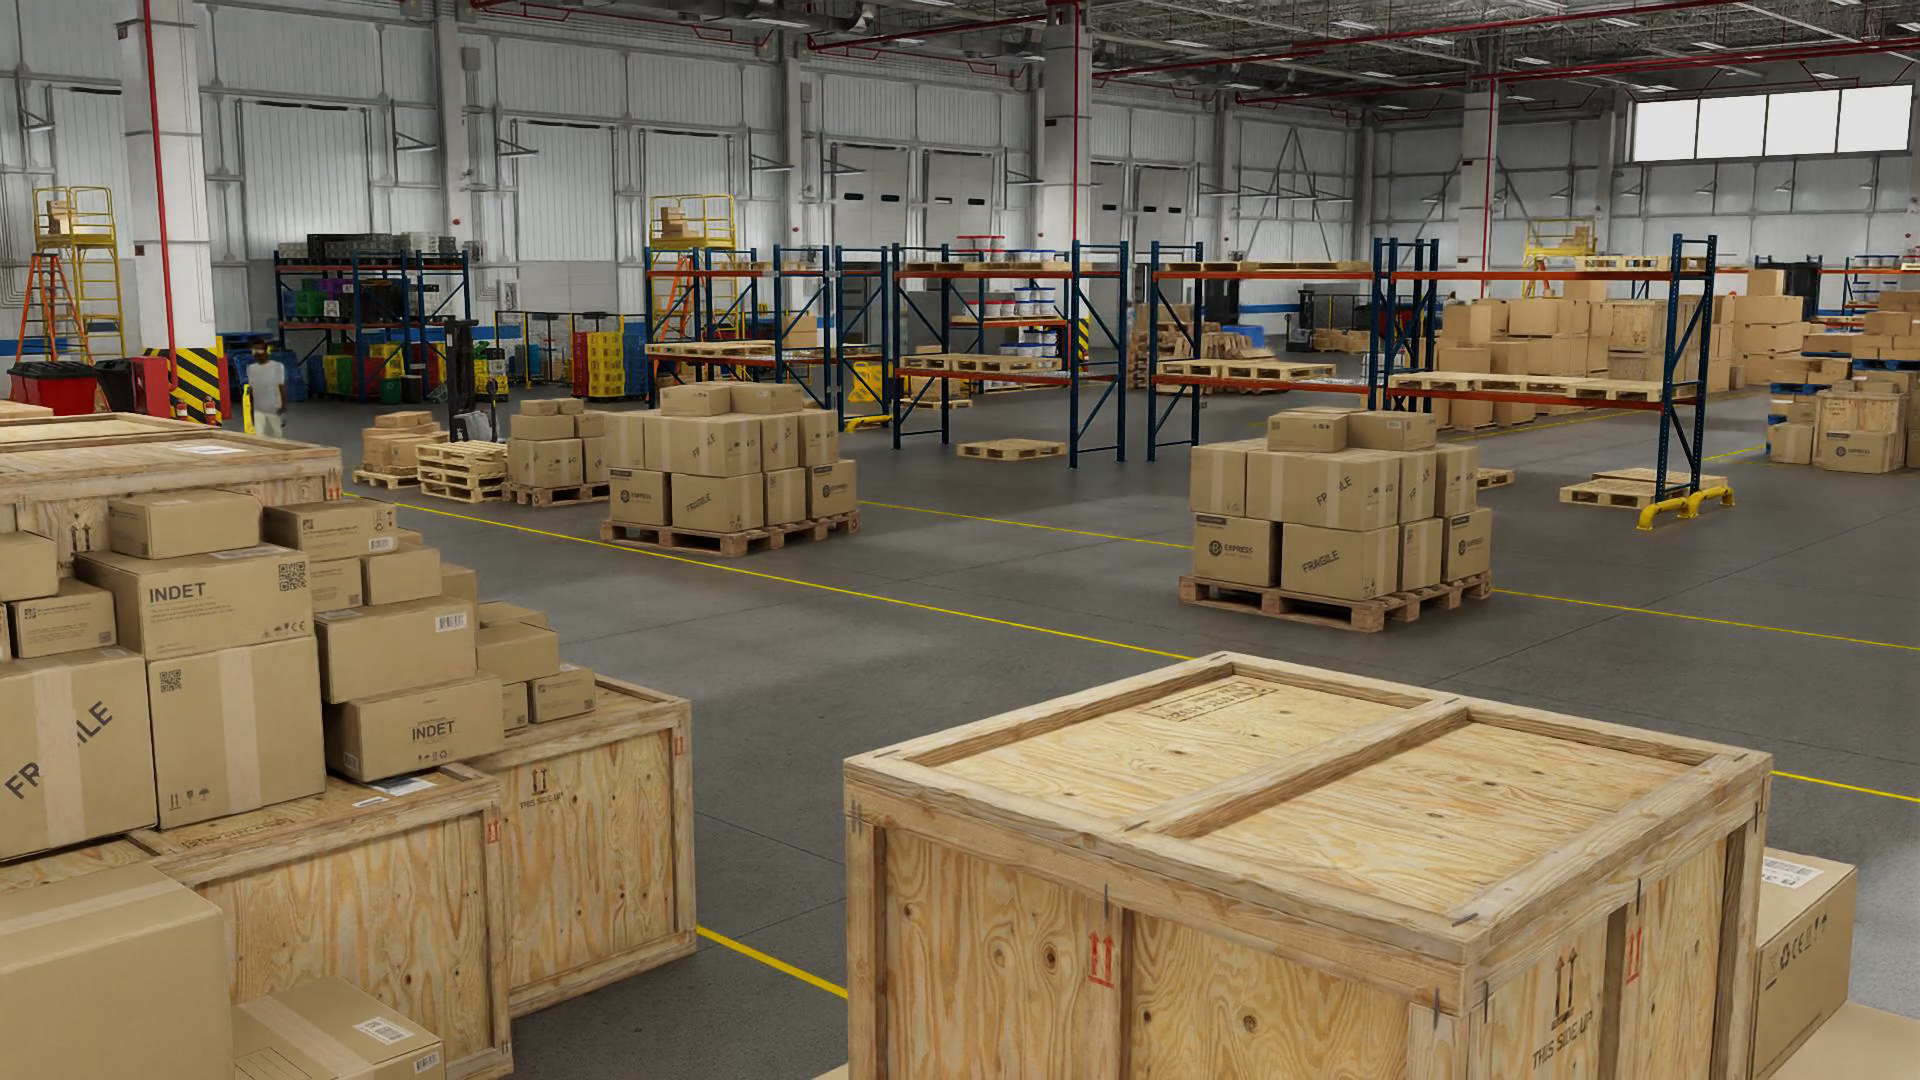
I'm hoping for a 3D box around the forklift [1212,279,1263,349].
[{"bbox_3d":[7.371,-6.271,45.994,1.873,2.768,1.129,9,13,43],"label":"forklift"}]

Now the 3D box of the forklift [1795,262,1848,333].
[{"bbox_3d":[22.020,-5.835,43.317,1.873,2.768,1.129,9,13,43],"label":"forklift"}]

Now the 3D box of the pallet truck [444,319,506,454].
[{"bbox_3d":[-6.981,-1.942,22.150,1.885,1.965,0.823,1,9,9],"label":"pallet truck"}]

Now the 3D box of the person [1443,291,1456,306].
[{"bbox_3d":[16.039,-7.141,54.203,0.635,1.938,0.354,9,13,43],"label":"person"}]

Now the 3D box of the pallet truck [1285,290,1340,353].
[{"bbox_3d":[11.297,-6.951,52.861,1.885,1.965,0.823,-5,11,-29],"label":"pallet truck"}]

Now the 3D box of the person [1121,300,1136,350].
[{"bbox_3d":[5.622,-7.077,54.783,0.537,1.609,0.683,7,12,37],"label":"person"}]

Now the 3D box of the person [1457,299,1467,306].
[{"bbox_3d":[12.207,-4.925,40.708,0.637,1.918,0.845,5,11,29],"label":"person"}]

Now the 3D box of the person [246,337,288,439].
[{"bbox_3d":[-8.485,-1.587,20.470,0.515,1.842,0.820,0,9,-2],"label":"person"}]

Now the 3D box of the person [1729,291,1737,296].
[{"bbox_3d":[25.326,-7.211,54.627,0.353,1.942,0.545,-4,10,-24],"label":"person"}]
